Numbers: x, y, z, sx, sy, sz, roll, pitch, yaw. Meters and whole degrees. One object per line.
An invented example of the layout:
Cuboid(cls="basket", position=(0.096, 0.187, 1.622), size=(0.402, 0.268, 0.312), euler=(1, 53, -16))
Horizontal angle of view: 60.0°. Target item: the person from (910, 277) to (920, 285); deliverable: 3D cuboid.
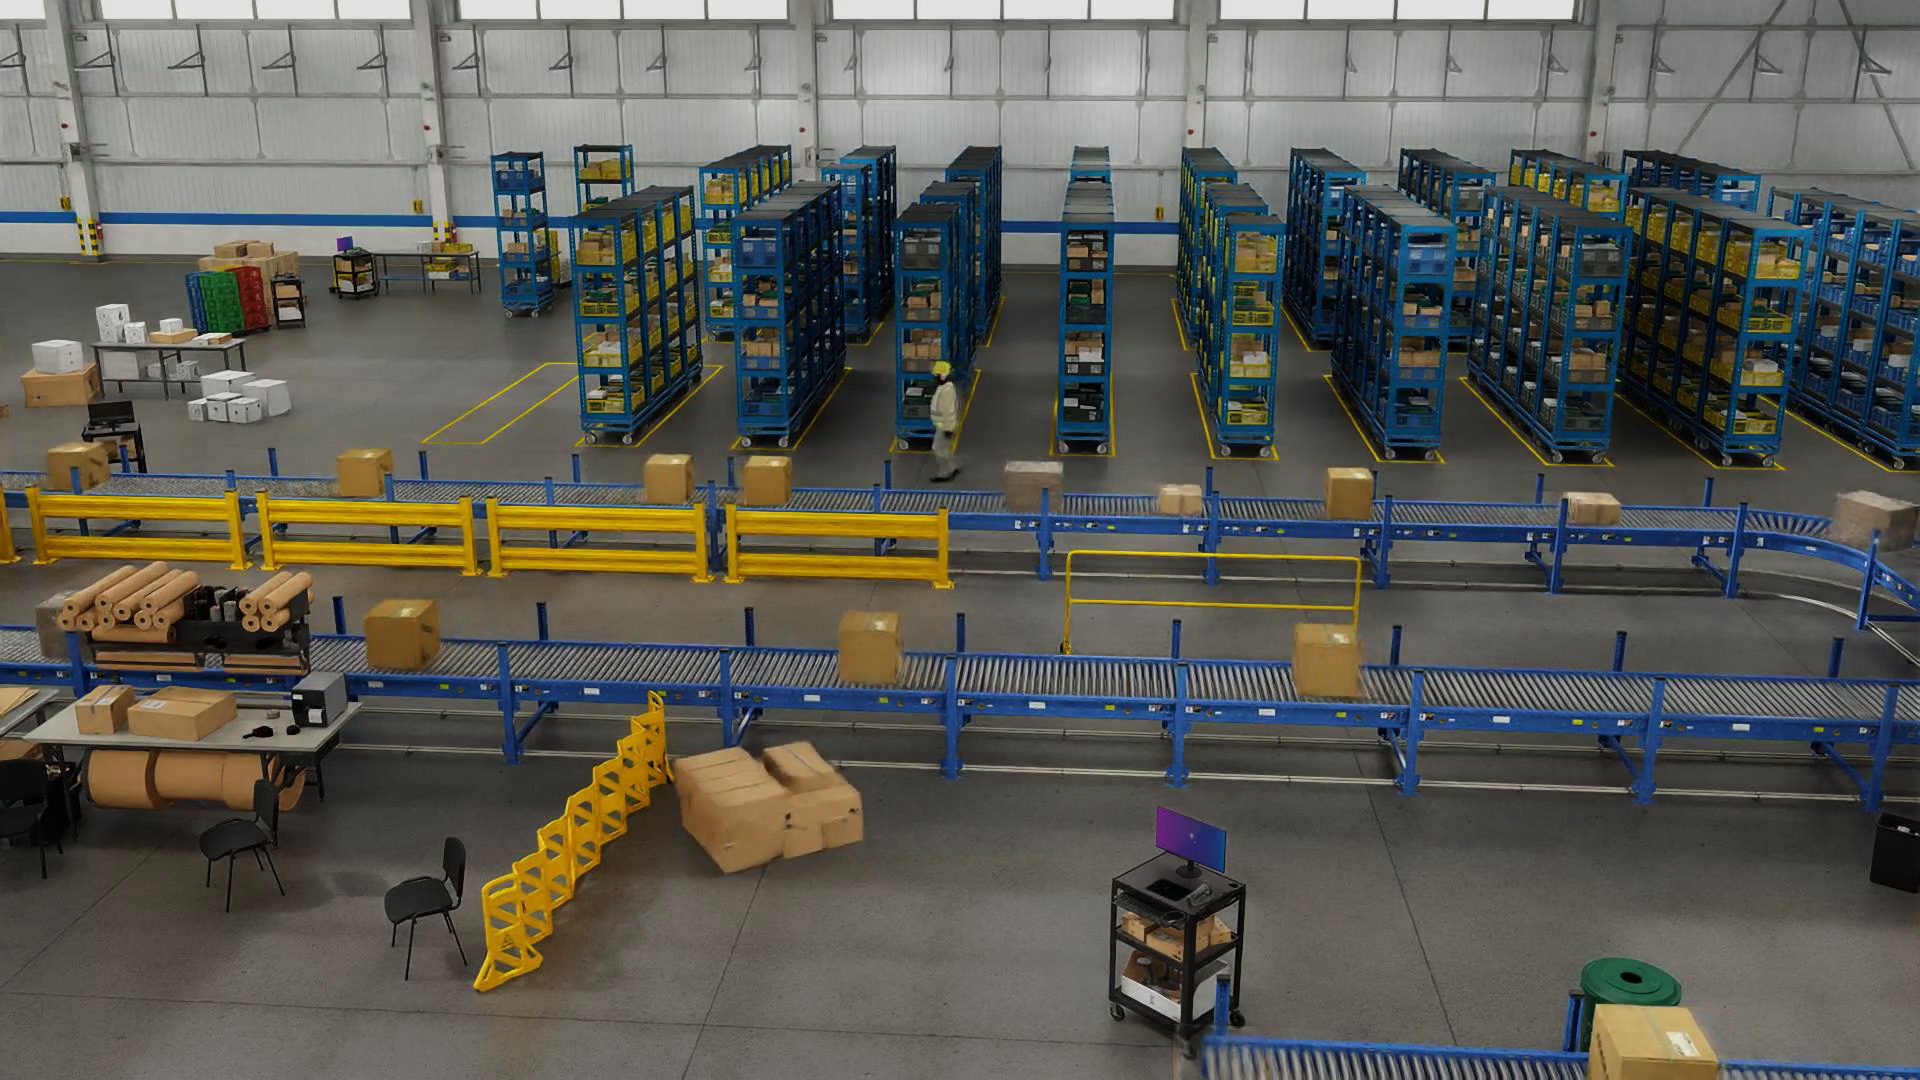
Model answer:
Cuboid(cls="person", position=(-0.895, -5.905, 37.308), size=(0.588, 1.824, 0.449), euler=(-1, 18, -2))

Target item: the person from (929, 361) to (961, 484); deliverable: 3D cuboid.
Cuboid(cls="person", position=(-0.251, -1.677, 23.905), size=(0.431, 1.817, 0.615), euler=(-3, 18, -9))
